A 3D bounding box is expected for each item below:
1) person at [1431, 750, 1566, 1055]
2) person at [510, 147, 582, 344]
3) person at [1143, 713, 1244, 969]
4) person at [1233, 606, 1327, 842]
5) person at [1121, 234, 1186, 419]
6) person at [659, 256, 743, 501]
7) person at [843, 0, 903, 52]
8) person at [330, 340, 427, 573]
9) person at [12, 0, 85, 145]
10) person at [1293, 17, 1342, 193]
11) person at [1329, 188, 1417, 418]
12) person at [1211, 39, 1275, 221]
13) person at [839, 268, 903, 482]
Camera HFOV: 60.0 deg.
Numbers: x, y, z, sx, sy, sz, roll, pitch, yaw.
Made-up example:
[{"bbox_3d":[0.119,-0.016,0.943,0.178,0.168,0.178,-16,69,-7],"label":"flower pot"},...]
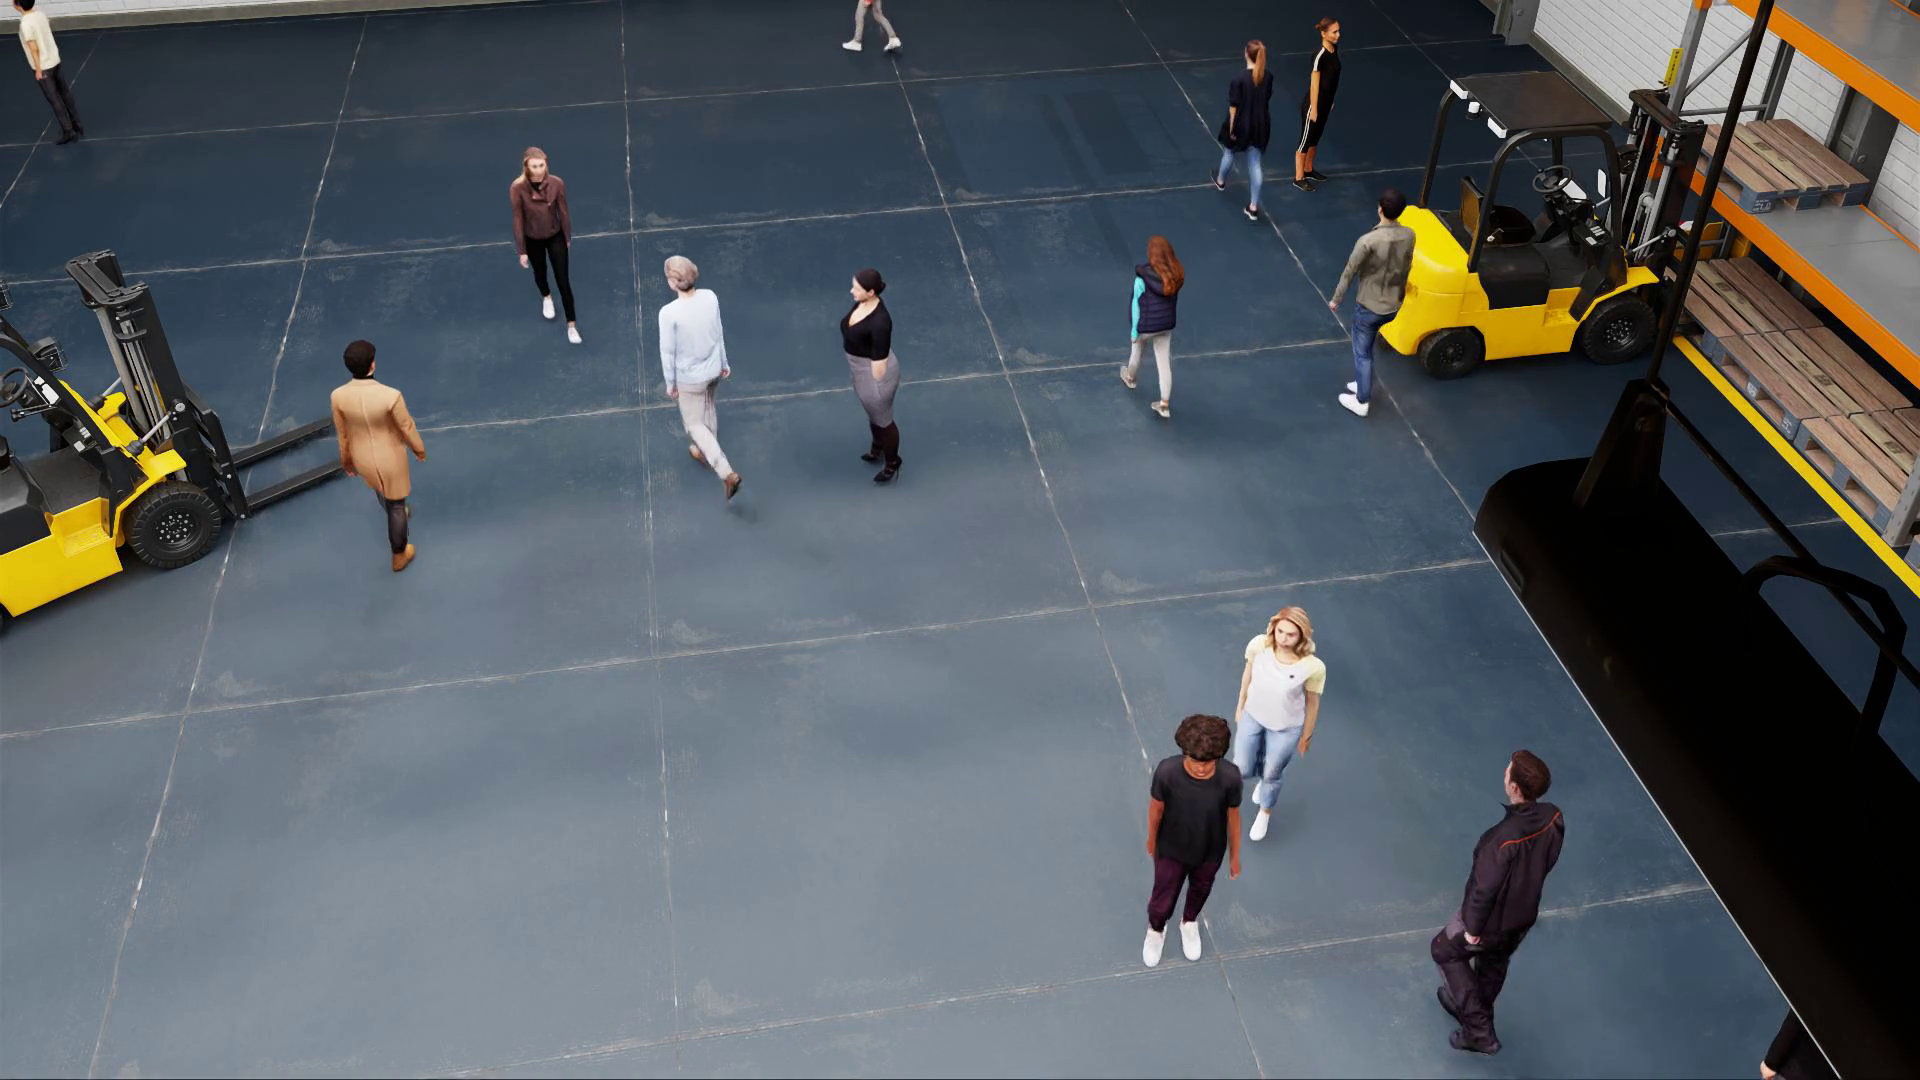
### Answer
[{"bbox_3d":[2.714,1.865,8.179,0.819,1.889,0.878,-22,44,-25],"label":"person"},{"bbox_3d":[-3.478,-2.504,13.841,0.733,1.650,1.142,-11,40,-14],"label":"person"},{"bbox_3d":[1.216,1.507,8.727,0.678,1.766,0.657,-1,39,-2],"label":"person"},{"bbox_3d":[1.810,0.975,9.437,0.808,1.711,0.868,19,42,22],"label":"person"},{"bbox_3d":[1.539,-1.636,12.904,0.709,1.464,1.032,-14,41,-17],"label":"person"},{"bbox_3d":[-1.825,-1.136,11.962,1.056,1.859,1.251,-29,47,-31],"label":"person"},{"bbox_3d":[-0.935,-6.111,18.563,0.891,1.394,0.924,16,41,19],"label":"person"},{"bbox_3d":[-3.975,-0.521,11.314,0.770,1.706,0.958,0,39,1],"label":"person"},{"bbox_3d":[-9.198,-4.795,16.760,0.682,1.588,0.468,-1,39,-1],"label":"person"},{"bbox_3d":[3.433,-4.204,15.954,0.718,1.669,0.657,23,44,26],"label":"person"},{"bbox_3d":[3.236,-1.758,12.749,0.807,1.848,0.780,-22,43,-25],"label":"person"},{"bbox_3d":[2.716,-3.772,15.444,0.657,1.631,1.096,-8,39,-10],"label":"person"},{"bbox_3d":[-0.616,-1.216,12.147,0.765,1.753,0.621,-12,40,-15],"label":"person"}]
